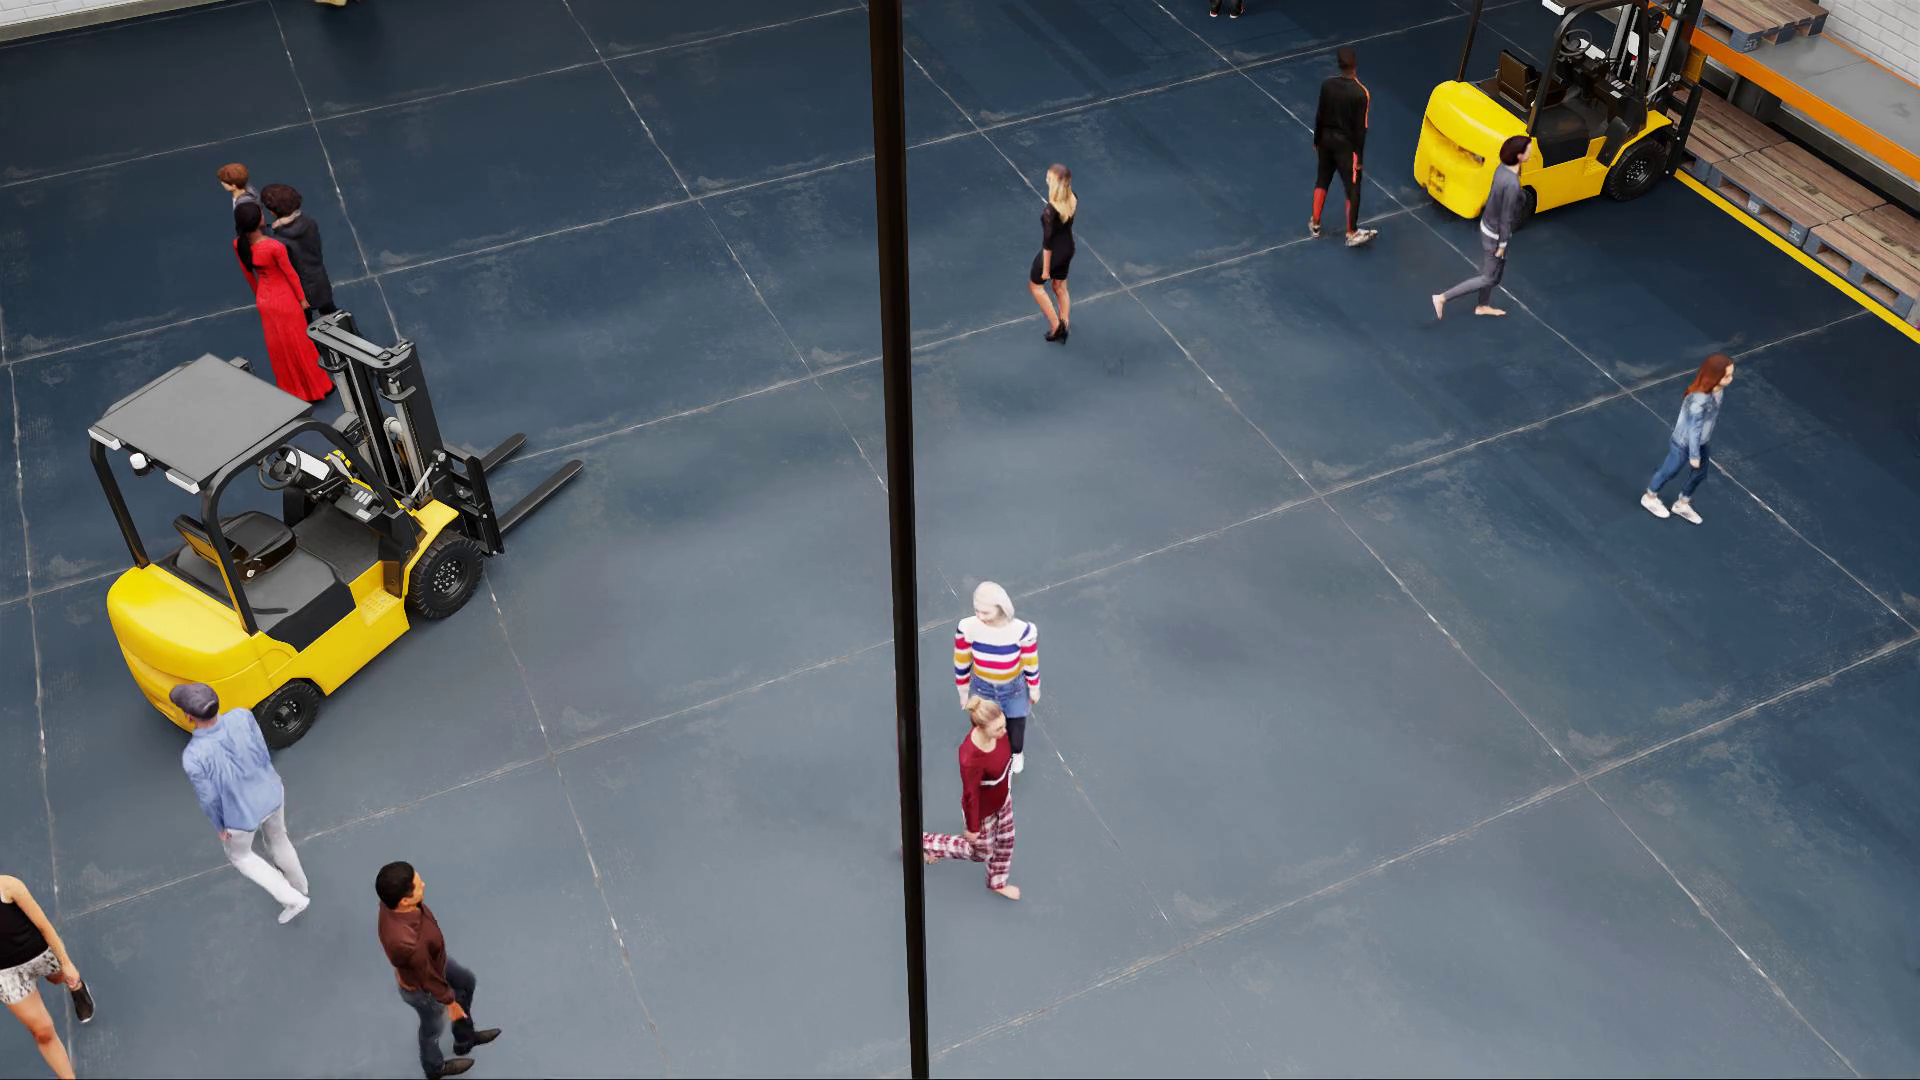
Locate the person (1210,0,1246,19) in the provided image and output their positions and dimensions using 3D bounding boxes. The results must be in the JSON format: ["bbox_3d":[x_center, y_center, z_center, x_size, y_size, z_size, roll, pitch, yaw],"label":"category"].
[{"bbox_3d":[2.930,-6.494,17.819,0.711,1.805,0.751,11,45,11],"label":"person"}]

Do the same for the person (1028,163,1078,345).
[{"bbox_3d":[0.842,-2.258,13.468,0.710,1.663,0.682,27,50,25],"label":"person"}]

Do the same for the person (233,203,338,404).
[{"bbox_3d":[-5.301,-1.831,12.934,0.734,1.790,0.780,10,45,10],"label":"person"}]

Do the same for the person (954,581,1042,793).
[{"bbox_3d":[0.256,0.845,10.118,0.827,1.792,0.868,4,44,4],"label":"person"}]

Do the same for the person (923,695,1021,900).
[{"bbox_3d":[0.077,1.462,9.548,0.998,1.684,0.914,18,46,18],"label":"person"}]

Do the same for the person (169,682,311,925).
[{"bbox_3d":[-3.959,1.496,9.370,0.897,1.880,0.835,22,48,21],"label":"person"}]

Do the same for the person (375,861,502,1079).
[{"bbox_3d":[-2.864,2.293,8.620,0.735,1.761,0.590,-16,46,-17],"label":"person"}]

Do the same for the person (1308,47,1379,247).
[{"bbox_3d":[3.352,-3.441,14.620,1.008,1.786,0.714,-27,50,-26],"label":"person"}]

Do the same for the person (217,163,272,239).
[{"bbox_3d":[-5.875,-2.498,13.877,0.630,1.447,0.502,-10,45,-11],"label":"person"}]

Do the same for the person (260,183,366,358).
[{"bbox_3d":[-5.109,-2.025,13.150,1.091,1.764,1.005,15,46,16],"label":"person"}]

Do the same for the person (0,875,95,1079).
[{"bbox_3d":[-4.920,2.141,8.759,0.674,1.789,1.209,-22,48,-21],"label":"person"}]

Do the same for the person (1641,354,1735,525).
[{"bbox_3d":[5.217,-0.759,12.039,0.663,1.463,0.747,-31,52,-28],"label":"person"}]

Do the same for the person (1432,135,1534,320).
[{"bbox_3d":[4.330,-2.527,13.687,0.912,1.751,0.978,-1,44,-1],"label":"person"}]
